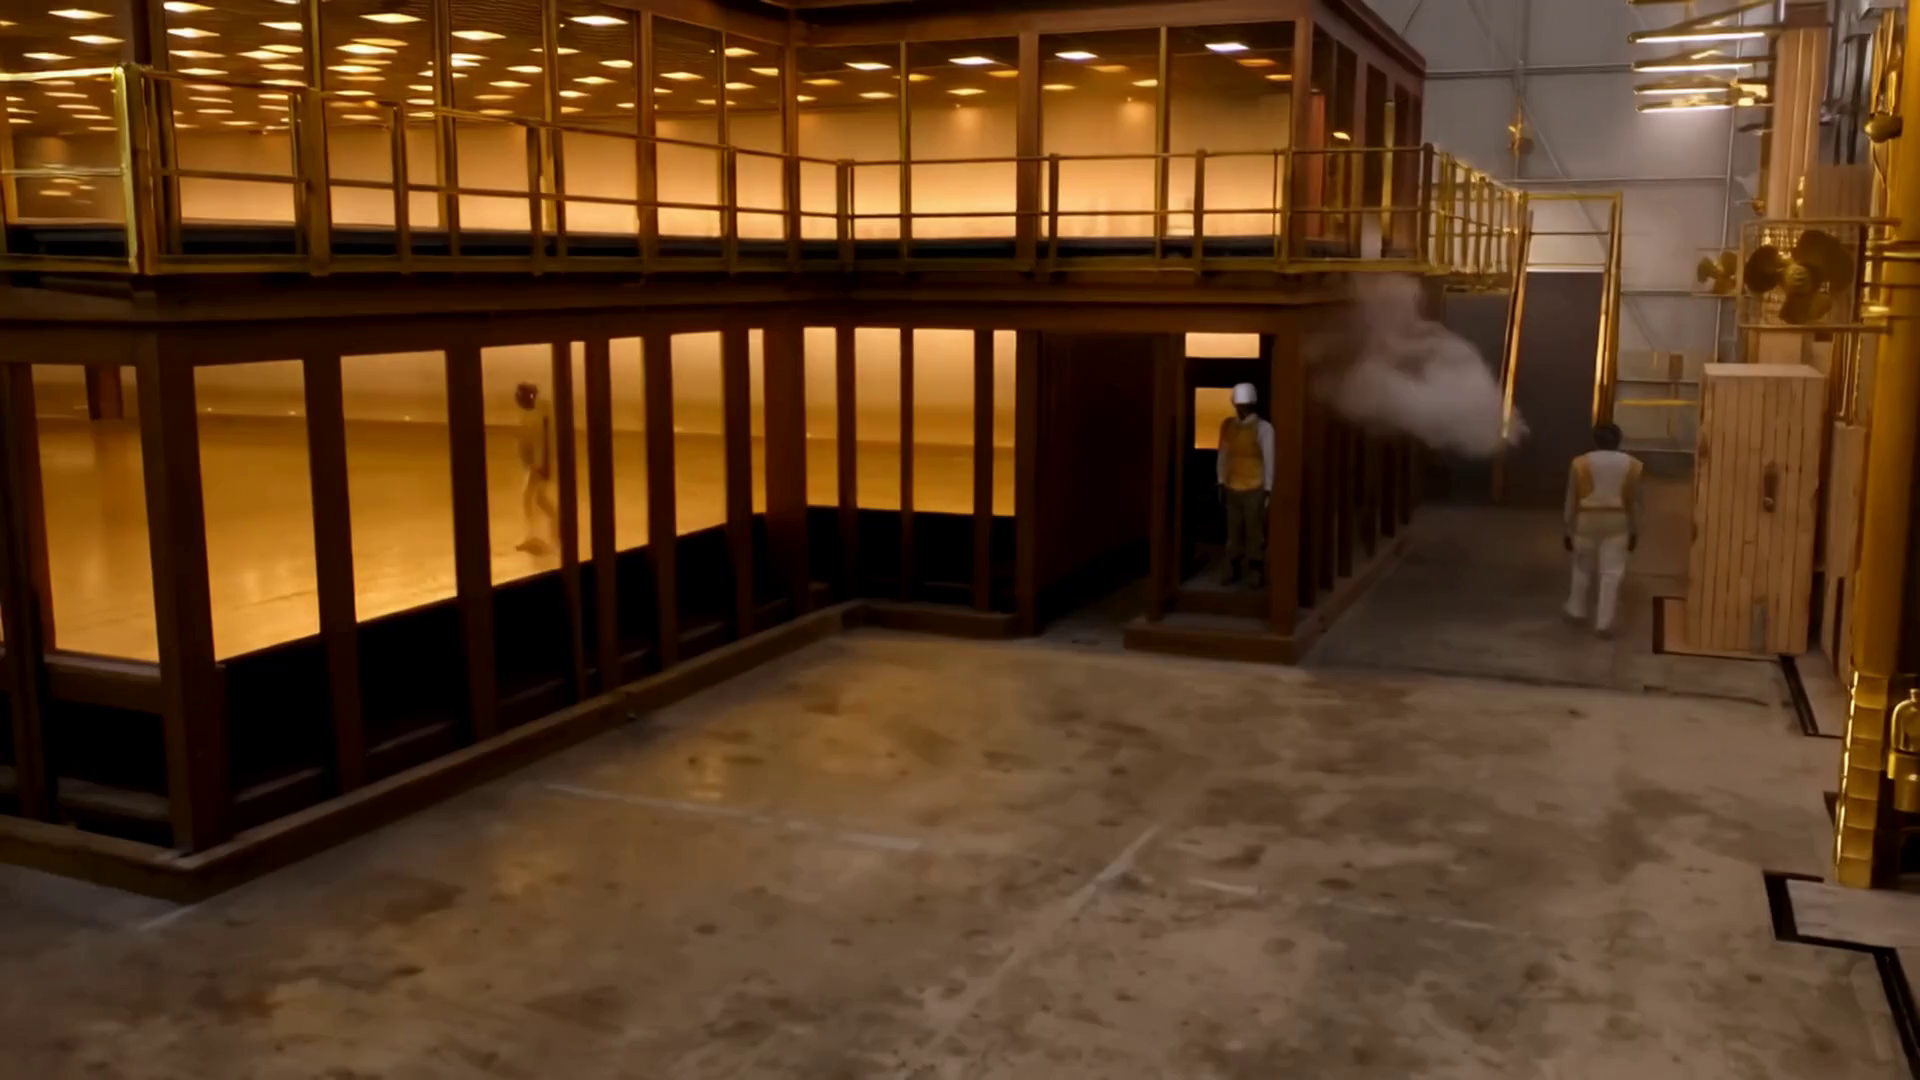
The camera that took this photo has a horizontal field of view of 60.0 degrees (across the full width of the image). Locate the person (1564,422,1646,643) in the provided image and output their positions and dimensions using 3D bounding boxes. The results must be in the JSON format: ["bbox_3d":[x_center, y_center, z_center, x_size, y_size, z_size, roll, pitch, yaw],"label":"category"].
[{"bbox_3d":[5.379,-0.094,13.970,0.645,1.795,0.968,2,9,12],"label":"person"}]

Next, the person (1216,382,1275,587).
[{"bbox_3d":[2.753,-0.542,16.176,0.612,1.986,0.407,8,12,41],"label":"person"}]
